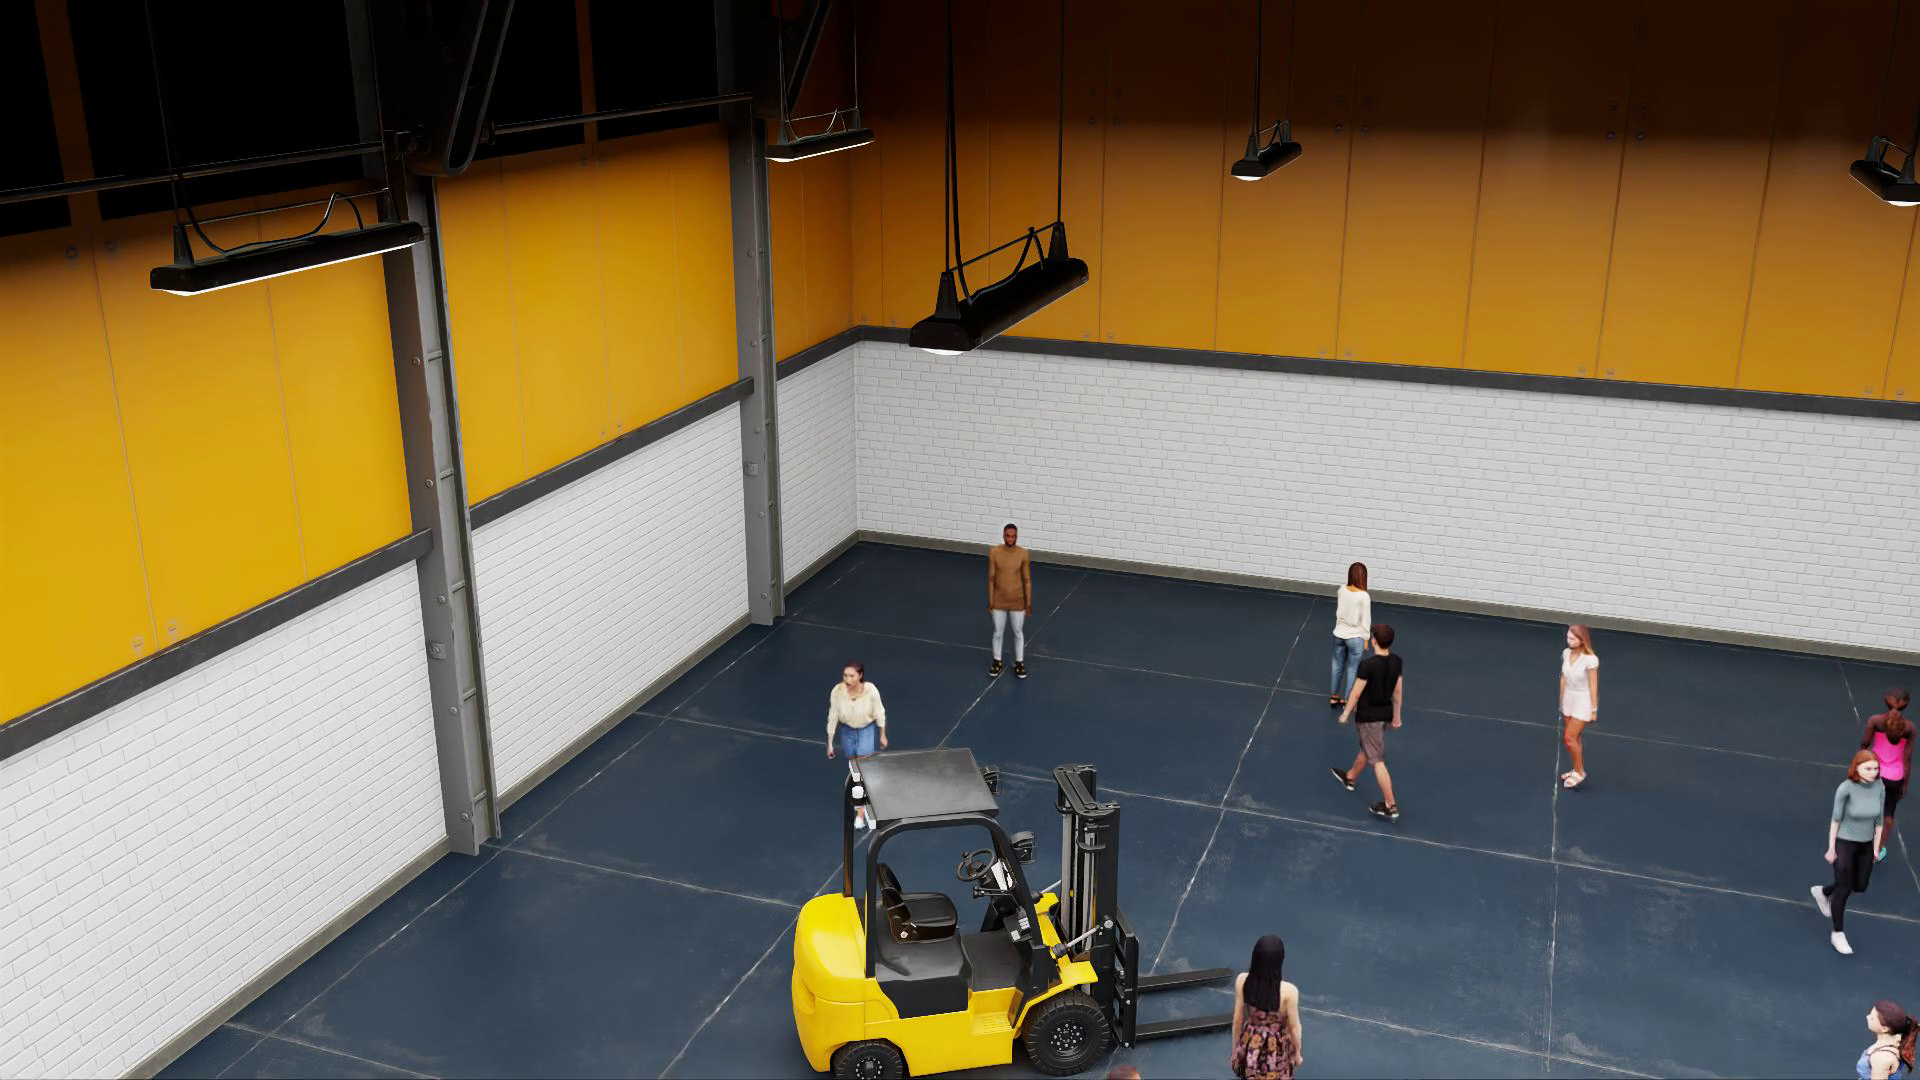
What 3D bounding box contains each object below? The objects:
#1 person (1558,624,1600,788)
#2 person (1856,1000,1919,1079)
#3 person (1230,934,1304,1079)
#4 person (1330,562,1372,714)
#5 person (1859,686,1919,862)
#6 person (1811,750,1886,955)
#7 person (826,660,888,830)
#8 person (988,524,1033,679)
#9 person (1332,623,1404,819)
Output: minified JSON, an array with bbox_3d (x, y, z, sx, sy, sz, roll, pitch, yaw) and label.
[{"bbox_3d":[6.015,1.593,16.071,0.820,1.667,0.760,-8,20,-23],"label":"person"},{"bbox_3d":[5.729,3.597,10.271,1.028,1.572,0.944,-15,24,-38],"label":"person"},{"bbox_3d":[1.923,3.360,10.677,0.710,1.762,0.761,11,22,29],"label":"person"},{"bbox_3d":[4.151,1.034,17.718,0.735,1.676,0.705,-12,22,-32],"label":"person"},{"bbox_3d":[8.015,2.113,14.470,0.629,1.704,0.762,9,21,26],"label":"person"},{"bbox_3d":[7.151,2.455,13.413,0.802,1.730,0.949,-2,19,-5],"label":"person"},{"bbox_3d":[-0.927,1.826,15.495,0.770,1.593,1.051,4,19,11],"label":"person"},{"bbox_3d":[0.545,0.669,18.590,0.684,1.810,0.633,2,19,7],"label":"person"},{"bbox_3d":[3.916,1.708,15.500,1.224,1.815,1.189,-12,22,-31],"label":"person"}]
